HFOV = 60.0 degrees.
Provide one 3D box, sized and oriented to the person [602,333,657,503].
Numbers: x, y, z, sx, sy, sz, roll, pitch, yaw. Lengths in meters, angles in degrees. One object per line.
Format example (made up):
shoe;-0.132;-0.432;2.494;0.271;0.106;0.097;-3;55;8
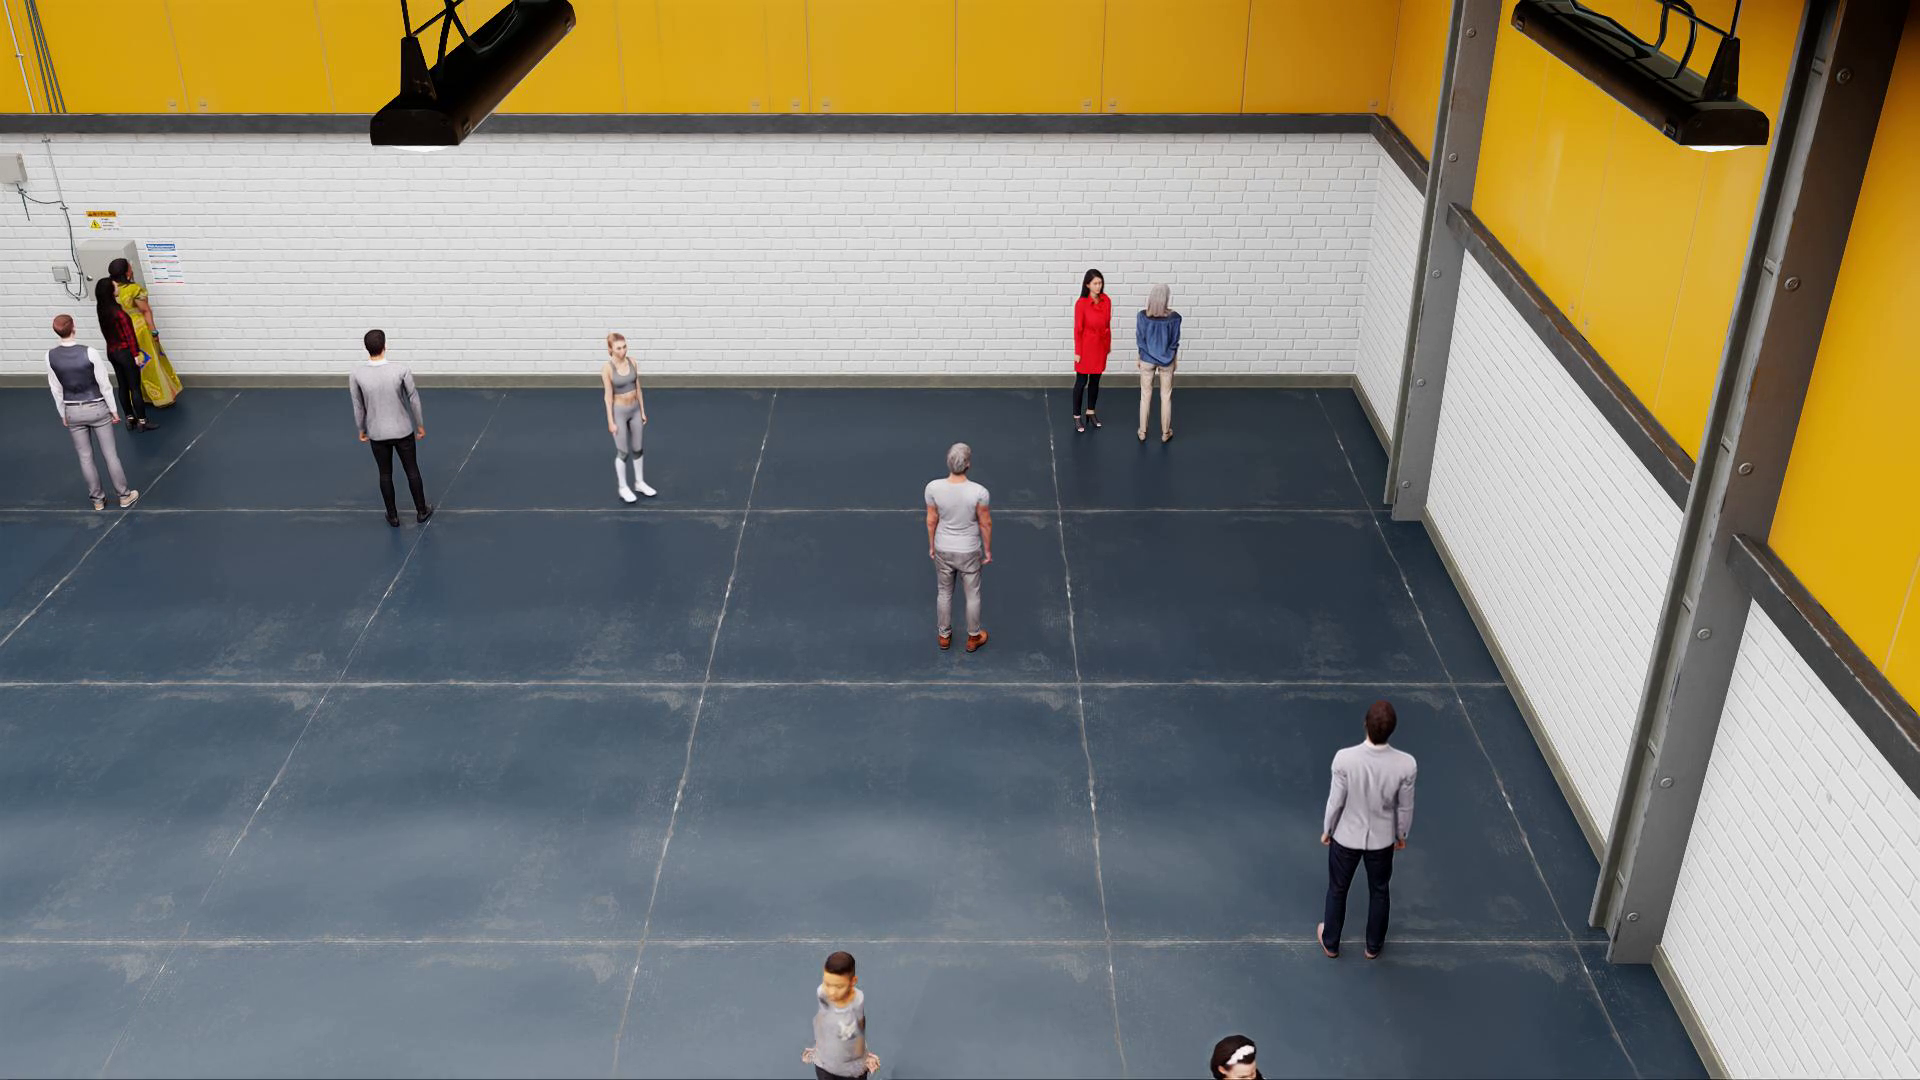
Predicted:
person;-3.200;-1.189;15.867;0.715;1.702;0.650;24;37;36

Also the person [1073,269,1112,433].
person;1.364;-1.975;17.262;0.735;1.748;0.771;-17;33;-28

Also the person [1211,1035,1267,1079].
person;1.250;3.063;7.956;0.857;1.815;0.911;-22;35;-34

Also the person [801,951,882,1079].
person;-0.622;2.708;8.990;0.696;1.447;0.782;9;30;17

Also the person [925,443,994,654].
person;-0.012;0.069;13.426;0.736;1.832;0.636;6;29;11

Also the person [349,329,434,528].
person;-5.265;-1.033;15.352;0.803;1.922;0.713;-7;29;-13

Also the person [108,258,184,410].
person;-8.820;-2.220;17.802;0.933;1.660;0.881;7;29;13

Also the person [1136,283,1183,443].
person;2.021;-1.822;17.034;0.644;1.697;0.610;5;29;8

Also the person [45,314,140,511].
person;-8.229;-1.213;15.666;0.709;1.938;0.631;-6;29;-11

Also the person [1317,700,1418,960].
person;2.488;1.796;10.241;0.695;1.850;0.578;2;29;5

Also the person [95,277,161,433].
person;-8.692;-1.918;17.252;0.660;1.656;0.669;15;32;26
